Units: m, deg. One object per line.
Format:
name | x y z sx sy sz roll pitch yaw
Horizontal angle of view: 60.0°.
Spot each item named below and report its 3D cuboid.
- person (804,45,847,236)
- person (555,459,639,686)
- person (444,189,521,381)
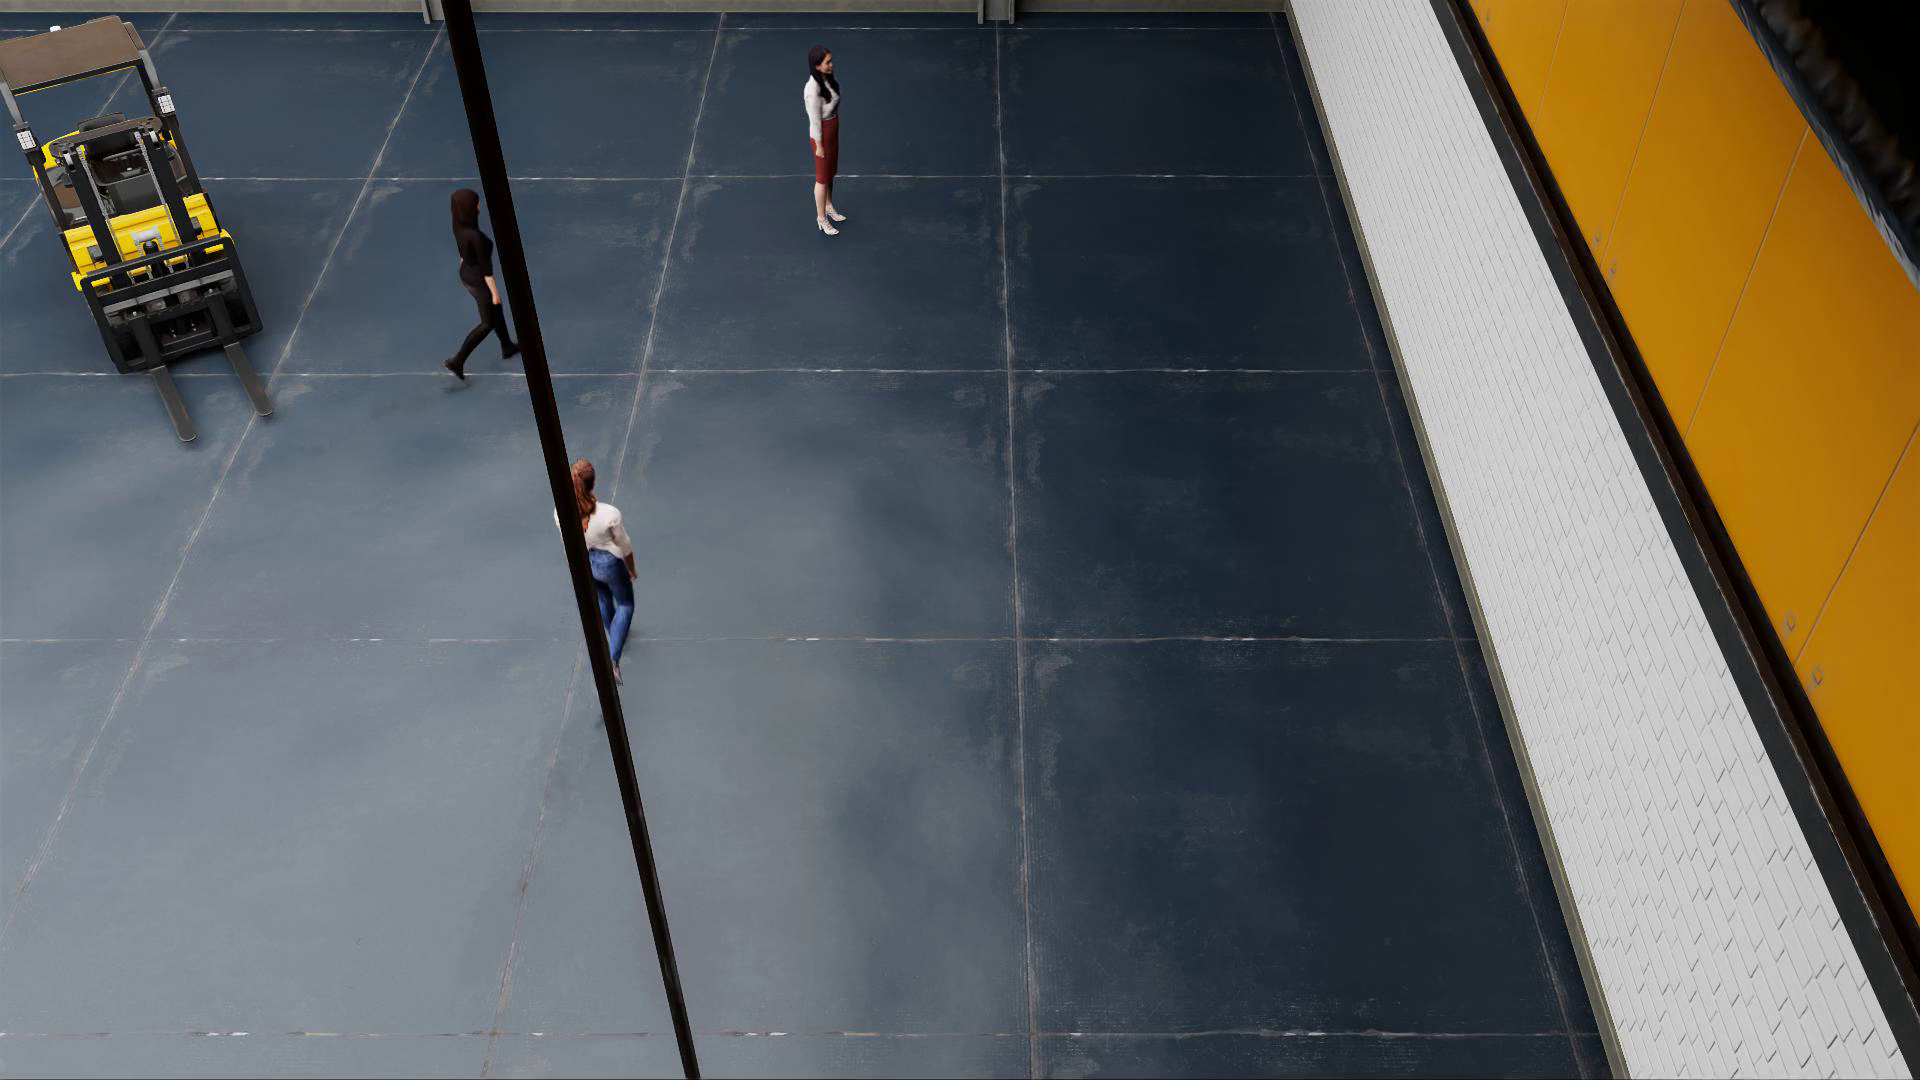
person | -1.183 -3.506 14.563 0.589 1.751 0.642 10 44 10
person | -2.328 0.232 10.673 0.925 1.704 0.789 9 44 9
person | -3.840 -1.987 13.061 1.061 1.622 0.964 -31 51 -28
